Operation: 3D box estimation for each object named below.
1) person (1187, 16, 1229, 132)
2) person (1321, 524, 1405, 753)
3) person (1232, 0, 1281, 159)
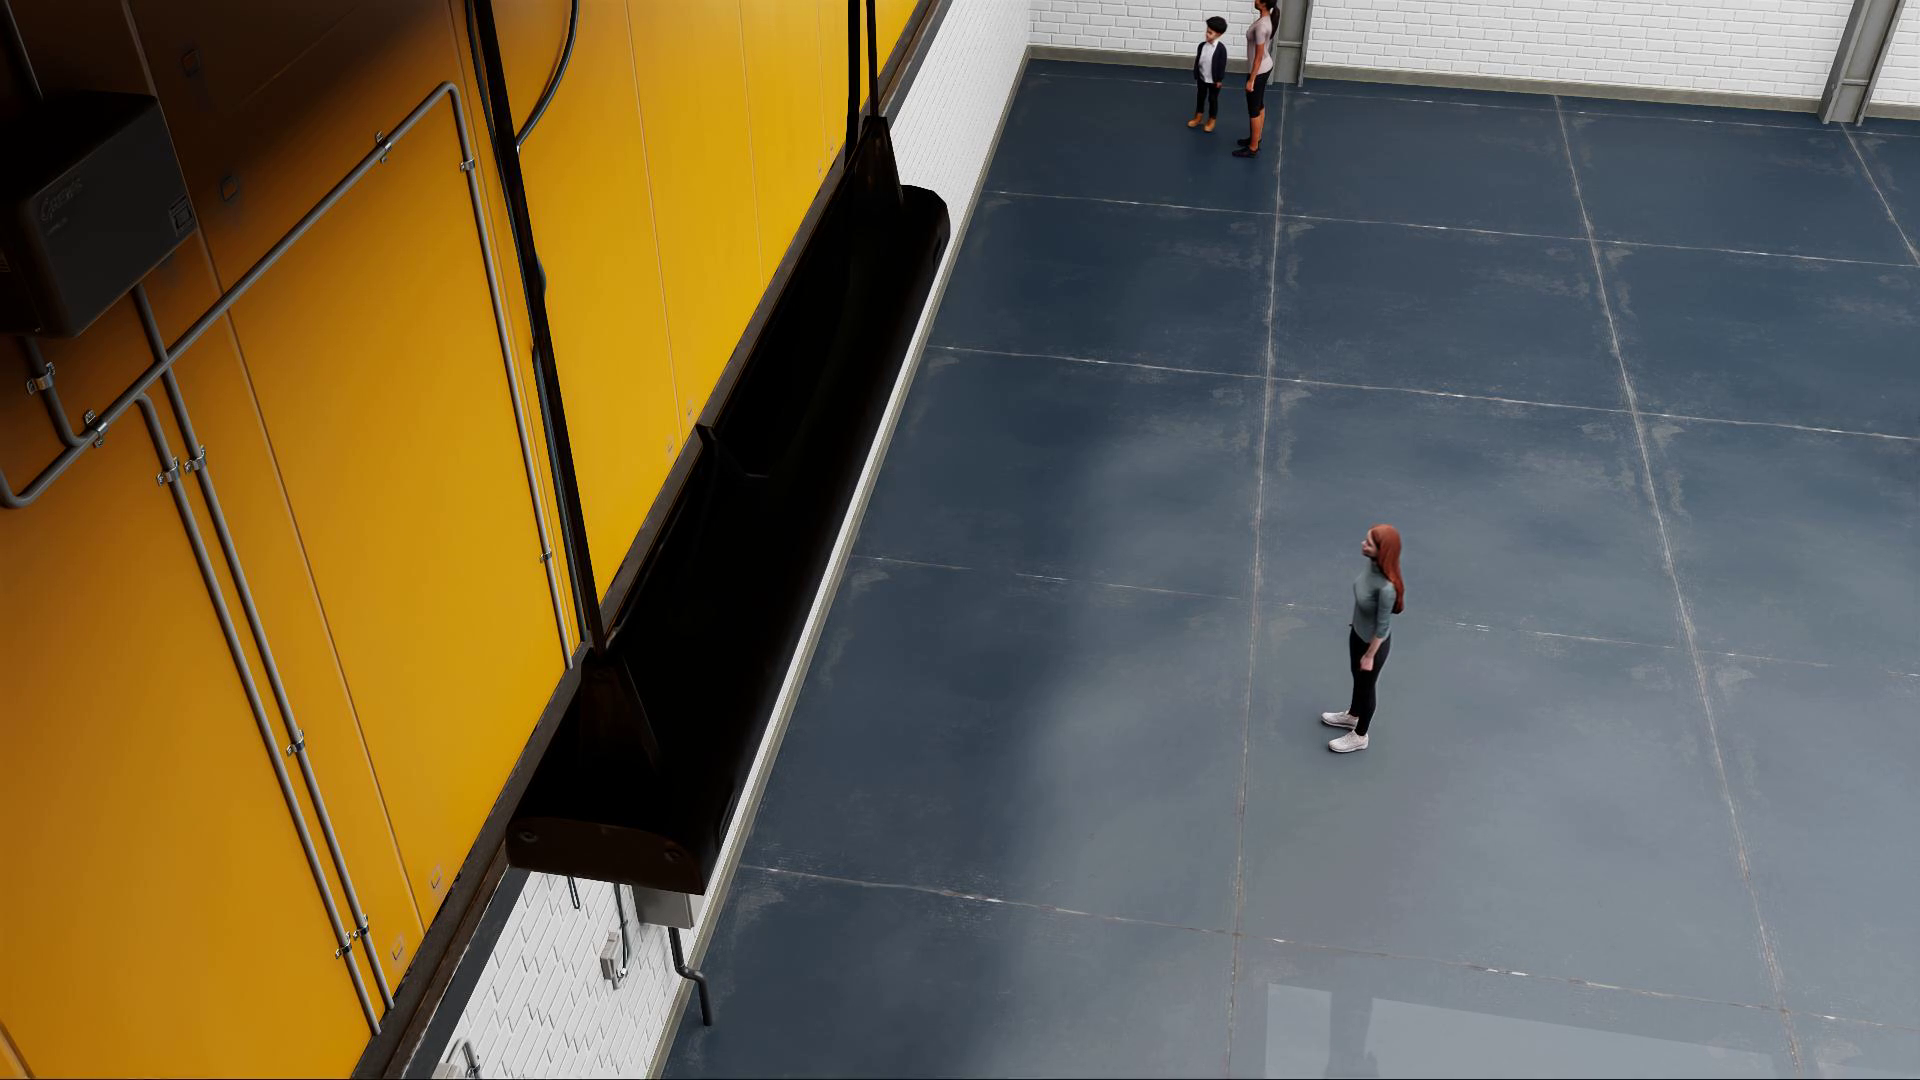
[{"bbox_3d":[2.663,-4.974,17.685,0.548,1.223,0.639,27,46,30],"label":"person"},{"bbox_3d":[2.521,0.610,10.276,0.560,1.742,0.610,2,39,2],"label":"person"},{"bbox_3d":[3.061,-4.793,17.038,0.587,1.748,0.644,13,40,15],"label":"person"}]
